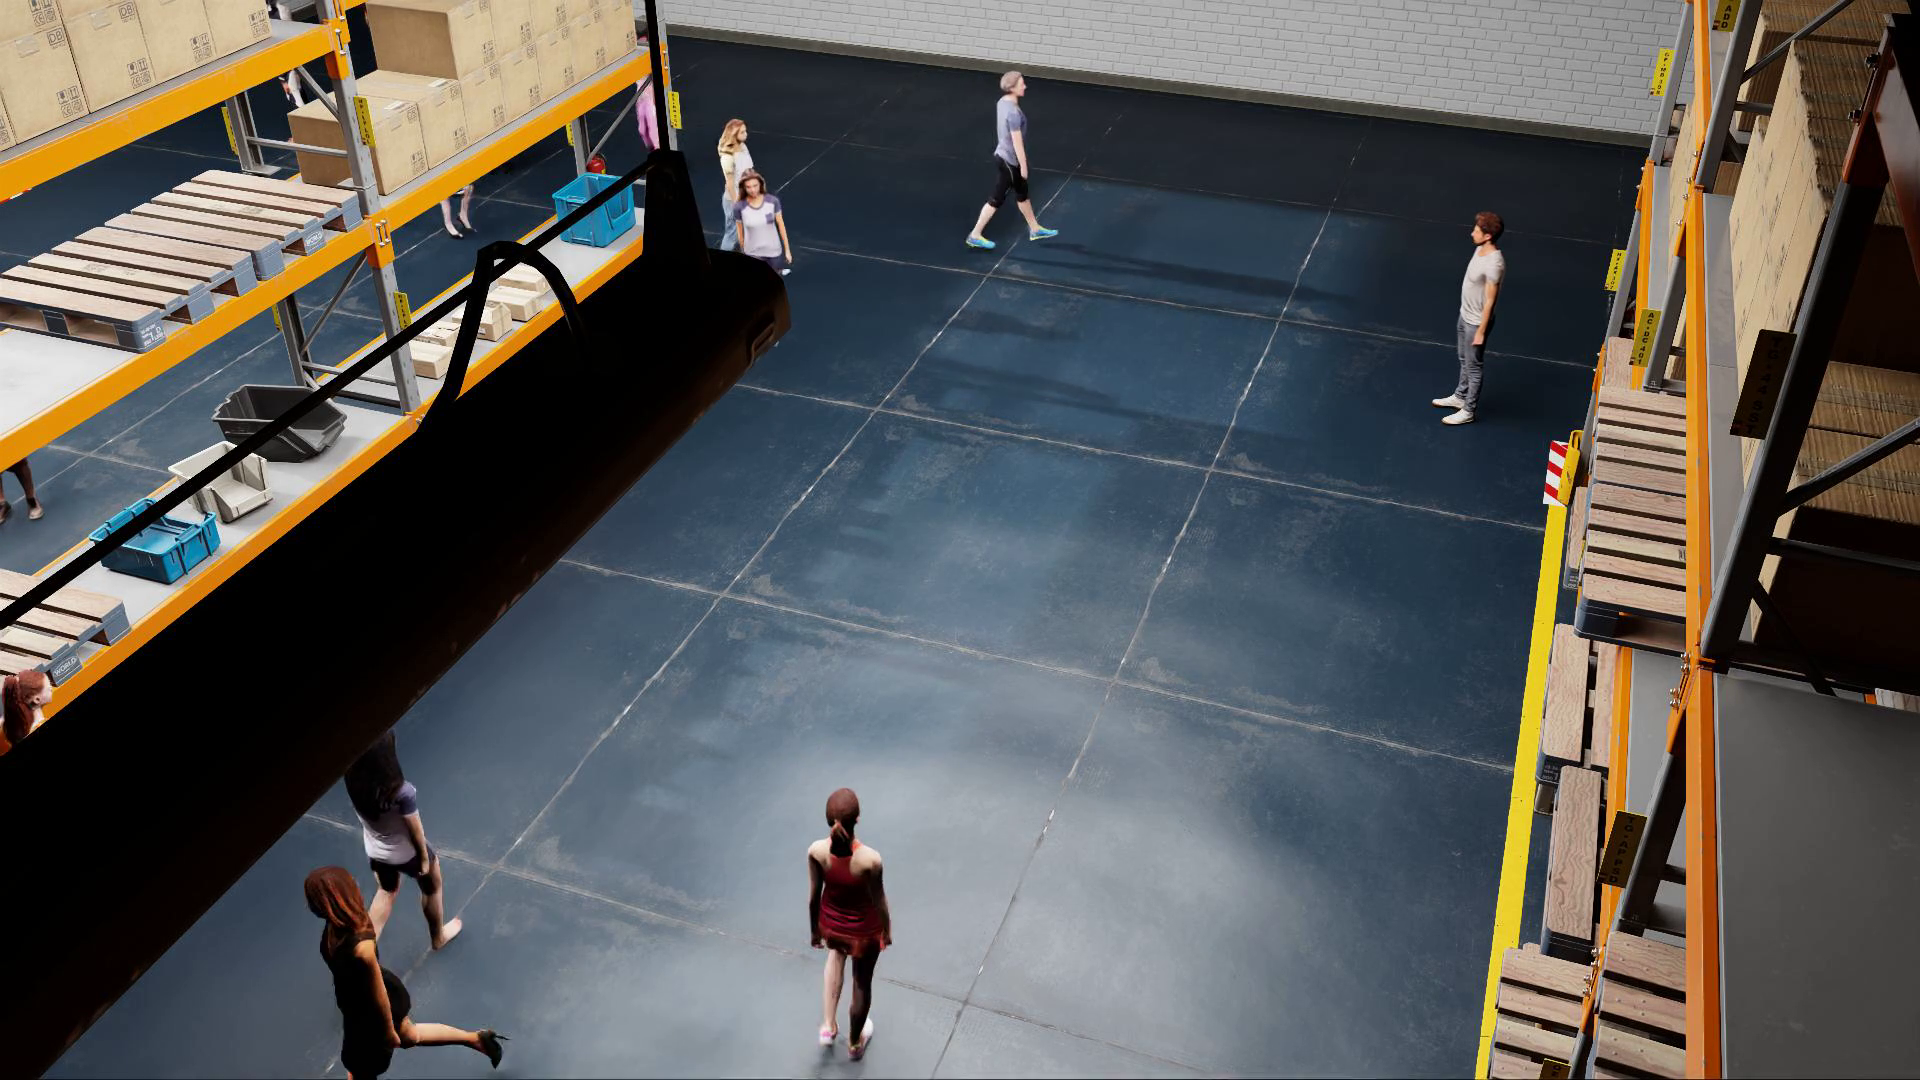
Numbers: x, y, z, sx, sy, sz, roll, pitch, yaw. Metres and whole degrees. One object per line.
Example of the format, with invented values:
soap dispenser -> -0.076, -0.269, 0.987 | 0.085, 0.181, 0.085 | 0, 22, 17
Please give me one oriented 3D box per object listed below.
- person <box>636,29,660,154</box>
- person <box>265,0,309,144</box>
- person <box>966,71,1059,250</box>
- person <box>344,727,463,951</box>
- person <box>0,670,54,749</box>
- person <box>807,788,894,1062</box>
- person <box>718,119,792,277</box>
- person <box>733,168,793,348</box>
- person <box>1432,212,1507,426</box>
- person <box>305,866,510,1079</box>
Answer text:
person -> -3.500, -4.978, 18.867 | 0.731, 1.724, 0.747 | -19, 38, -26
person -> -8.026, -5.704, 19.808 | 0.838, 1.891, 0.701 | -4, 34, -6
person -> 0.417, -3.847, 17.062 | 1.147, 1.838, 1.281 | -4, 34, -7
person -> -3.067, 1.678, 8.886 | 0.590, 1.687, 0.889 | 12, 36, 18
person -> -5.004, 1.486, 9.138 | 0.598, 1.728, 0.805 | 12, 35, 17
person -> -0.576, 2.002, 8.351 | 0.544, 1.740, 0.618 | 11, 35, 15
person -> -2.282, -3.334, 16.427 | 0.737, 1.687, 0.917 | 8, 34, 12
person -> -1.828, -2.672, 15.429 | 0.974, 1.689, 1.142 | -7, 34, -10
person -> 4.371, -1.877, 14.052 | 0.788, 1.888, 0.621 | 1, 34, 1
person -> -2.716, 2.220, 7.967 | 1.205, 1.802, 0.951 | -27, 42, -35
